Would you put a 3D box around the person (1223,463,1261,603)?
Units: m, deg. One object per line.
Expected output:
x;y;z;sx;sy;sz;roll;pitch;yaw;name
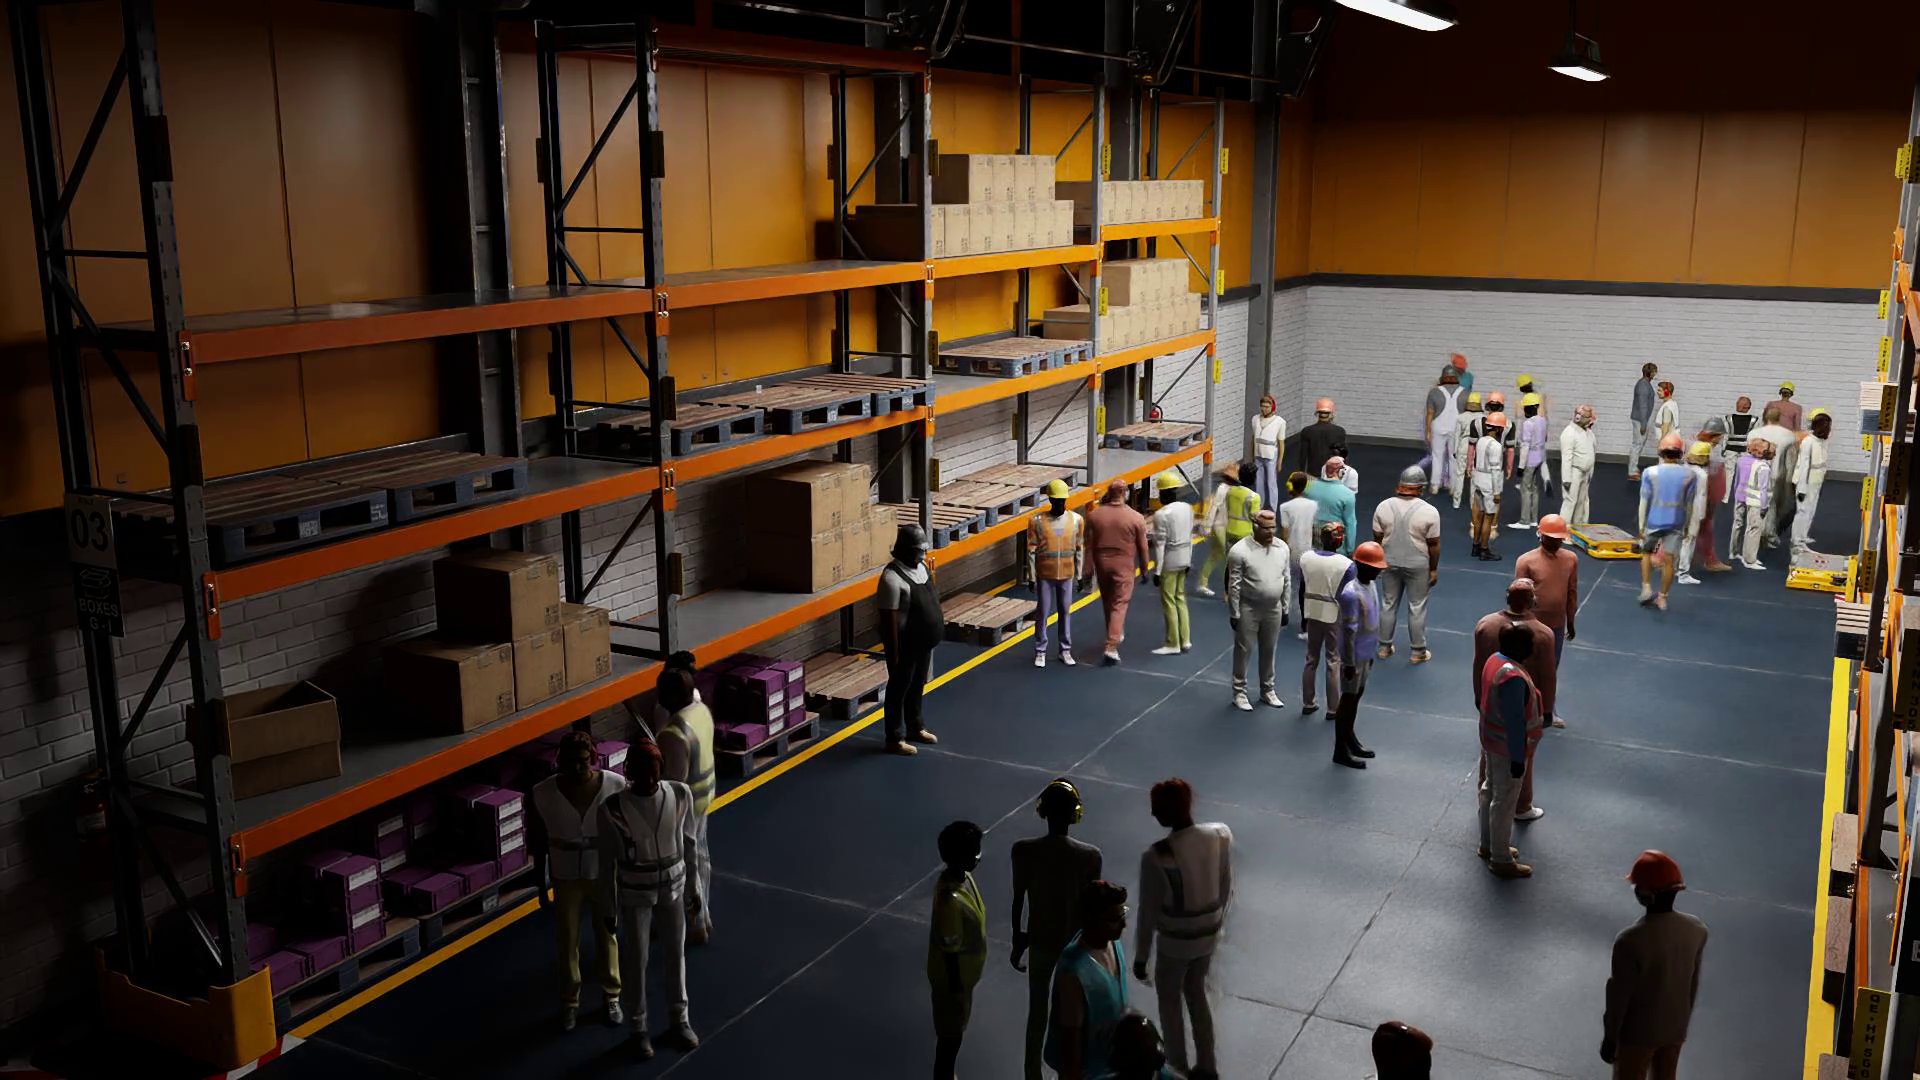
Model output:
3.256;-0.055;19.162;0.320;1.687;0.539;-8;15;-33;person

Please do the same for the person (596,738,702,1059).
-1.757;2.019;9.447;0.584;1.879;0.369;-7;15;-30;person

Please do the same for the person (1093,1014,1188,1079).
0.671;2.680;6.603;0.517;1.829;0.476;-4;13;-19;person

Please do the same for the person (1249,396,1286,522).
4.387;-1.150;23.721;0.399;1.836;0.563;-11;17;-41;person

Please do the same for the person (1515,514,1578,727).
5.264;0.732;14.968;0.613;1.987;0.408;-3;13;-13;person

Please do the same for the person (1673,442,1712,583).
8.948;-0.341;20.333;0.362;1.735;0.486;-2;13;-10;person

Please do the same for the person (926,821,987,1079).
-0.015;2.274;8.707;0.318;1.696;0.533;1;13;4;person

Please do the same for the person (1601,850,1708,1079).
3.372;2.365;8.195;0.570;1.743;0.351;-6;14;-24;person

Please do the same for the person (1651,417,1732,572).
9.162;-0.592;20.761;0.990;2.000;0.699;3;13;15;person

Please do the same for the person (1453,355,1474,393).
8.434;-2.205;28.281;0.627;1.902;1.085;-1;13;-7;person

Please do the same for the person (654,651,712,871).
-1.951;1.599;11.743;0.318;1.693;0.562;4;13;17;person

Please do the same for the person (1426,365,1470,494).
7.580;-1.737;25.888;0.697;2.000;0.538;1;13;5;person

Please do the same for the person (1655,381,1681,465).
10.725;-1.488;25.247;0.392;1.836;0.561;6;14;23;person

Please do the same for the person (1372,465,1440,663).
4.605;0.231;17.073;0.689;2.000;0.538;9;15;34;person

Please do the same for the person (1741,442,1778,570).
10.086;-0.438;20.999;0.317;1.631;0.523;3;13;13;person

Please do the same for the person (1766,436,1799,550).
10.955;-0.693;22.238;0.501;1.586;0.846;2;13;7;person

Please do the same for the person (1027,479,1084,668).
0.971;0.334;16.861;0.591;1.930;0.357;-2;13;-10;person

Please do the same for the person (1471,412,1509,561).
6.849;-0.694;21.487;0.389;1.925;0.550;-1;13;-6;person

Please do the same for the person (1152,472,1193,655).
2.206;0.246;17.321;0.482;1.917;0.606;11;16;40;person

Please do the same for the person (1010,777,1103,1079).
0.518;2.157;8.837;0.516;1.872;0.327;2;13;10;person

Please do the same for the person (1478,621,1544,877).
3.946;1.478;11.938;0.429;1.846;0.626;1;13;4;person

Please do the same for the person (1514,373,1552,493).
8.909;-1.643;25.831;0.657;1.877;0.754;-3;13;-12;person

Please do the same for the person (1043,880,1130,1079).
0.586;2.426;7.685;0.381;1.844;0.566;5;14;22;person

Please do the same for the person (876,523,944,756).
-0.405;0.834;14.375;0.535;2.000;0.683;6;14;26;person

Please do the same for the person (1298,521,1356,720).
3.354;0.738;15.244;0.569;1.845;0.385;11;17;41;person

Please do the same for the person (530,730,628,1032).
-2.201;1.973;9.747;0.567;1.838;0.385;-4;13;-16;person

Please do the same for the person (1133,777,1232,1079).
1.194;2.139;8.942;0.615;1.853;0.411;-6;14;-26;person

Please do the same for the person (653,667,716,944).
-1.818;1.722;10.867;0.428;1.845;0.632;2;13;10;person

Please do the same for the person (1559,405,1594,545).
8.304;-0.879;22.378;0.399;1.895;0.657;12;17;43;person

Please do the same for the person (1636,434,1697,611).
8.081;-0.211;19.092;0.609;2.022;0.617;3;13;13;person

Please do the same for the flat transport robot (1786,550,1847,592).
10.565;0.372;20.440;0.652;0.197;1.431;7;14;28;flat transport robot

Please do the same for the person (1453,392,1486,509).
7.594;-1.330;24.762;0.487;1.732;0.327;3;13;14;person

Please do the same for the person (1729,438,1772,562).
10.115;-0.500;21.276;0.324;1.631;0.524;-7;14;-27;person

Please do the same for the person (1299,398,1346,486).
4.856;-0.911;22.298;0.622;1.990;0.401;2;13;7;person

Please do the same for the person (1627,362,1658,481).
11.065;-1.921;26.976;0.367;1.932;0.623;4;13;19;person

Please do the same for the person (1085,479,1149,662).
1.610;0.301;17.207;0.646;1.854;1.014;5;14;23;person

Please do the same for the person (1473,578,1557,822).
4.309;1.230;12.909;0.655;1.905;0.407;11;17;42;person

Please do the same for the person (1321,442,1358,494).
4.651;-0.376;20.572;0.532;1.696;0.319;12;17;43;person

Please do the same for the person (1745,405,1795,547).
10.722;-0.835;22.108;0.641;1.924;0.522;0;13;2;person

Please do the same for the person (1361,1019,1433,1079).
1.597;2.710;6.334;0.354;1.881;0.576;2;13;10;person

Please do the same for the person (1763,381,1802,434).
12.789;-1.596;25.909;0.533;1.757;0.336;7;14;27;person

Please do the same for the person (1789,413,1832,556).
11.043;-0.706;21.608;0.601;1.905;0.403;-12;17;-42;person

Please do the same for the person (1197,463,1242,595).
3.151;-0.113;19.609;0.736;1.587;0.568;6;14;25;person

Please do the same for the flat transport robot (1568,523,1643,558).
8.547;-0.008;22.141;0.652;0.197;1.431;0;13;1;flat transport robot

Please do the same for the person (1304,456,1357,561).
4.093;0.019;18.355;0.399;1.899;0.649;-11;17;-41;person

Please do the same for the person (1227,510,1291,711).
2.802;0.651;15.520;0.644;1.900;0.399;-4;13;-19;person

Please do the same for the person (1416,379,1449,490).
7.499;-1.701;26.229;0.720;1.820;0.529;9;16;36;person

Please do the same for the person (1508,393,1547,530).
7.993;-1.107;23.359;0.394;1.913;0.591;11;16;40;person

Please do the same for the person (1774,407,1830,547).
11.205;-0.832;22.208;0.833;1.888;0.599;-4;13;-17;person

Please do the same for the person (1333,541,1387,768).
3.396;0.952;14.086;0.376;1.934;0.548;8;15;30;person

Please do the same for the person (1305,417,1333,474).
5.089;-1.014;23.322;0.545;1.739;0.389;2;13;7;person

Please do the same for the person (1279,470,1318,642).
3.596;0.152;17.926;0.532;1.819;0.908;-5;14;-22;person

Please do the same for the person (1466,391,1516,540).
7.230;-1.014;22.688;0.612;2.030;0.410;4;13;16;person

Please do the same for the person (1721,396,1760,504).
11.712;-1.337;24.999;0.514;1.641;0.309;6;14;25;person
